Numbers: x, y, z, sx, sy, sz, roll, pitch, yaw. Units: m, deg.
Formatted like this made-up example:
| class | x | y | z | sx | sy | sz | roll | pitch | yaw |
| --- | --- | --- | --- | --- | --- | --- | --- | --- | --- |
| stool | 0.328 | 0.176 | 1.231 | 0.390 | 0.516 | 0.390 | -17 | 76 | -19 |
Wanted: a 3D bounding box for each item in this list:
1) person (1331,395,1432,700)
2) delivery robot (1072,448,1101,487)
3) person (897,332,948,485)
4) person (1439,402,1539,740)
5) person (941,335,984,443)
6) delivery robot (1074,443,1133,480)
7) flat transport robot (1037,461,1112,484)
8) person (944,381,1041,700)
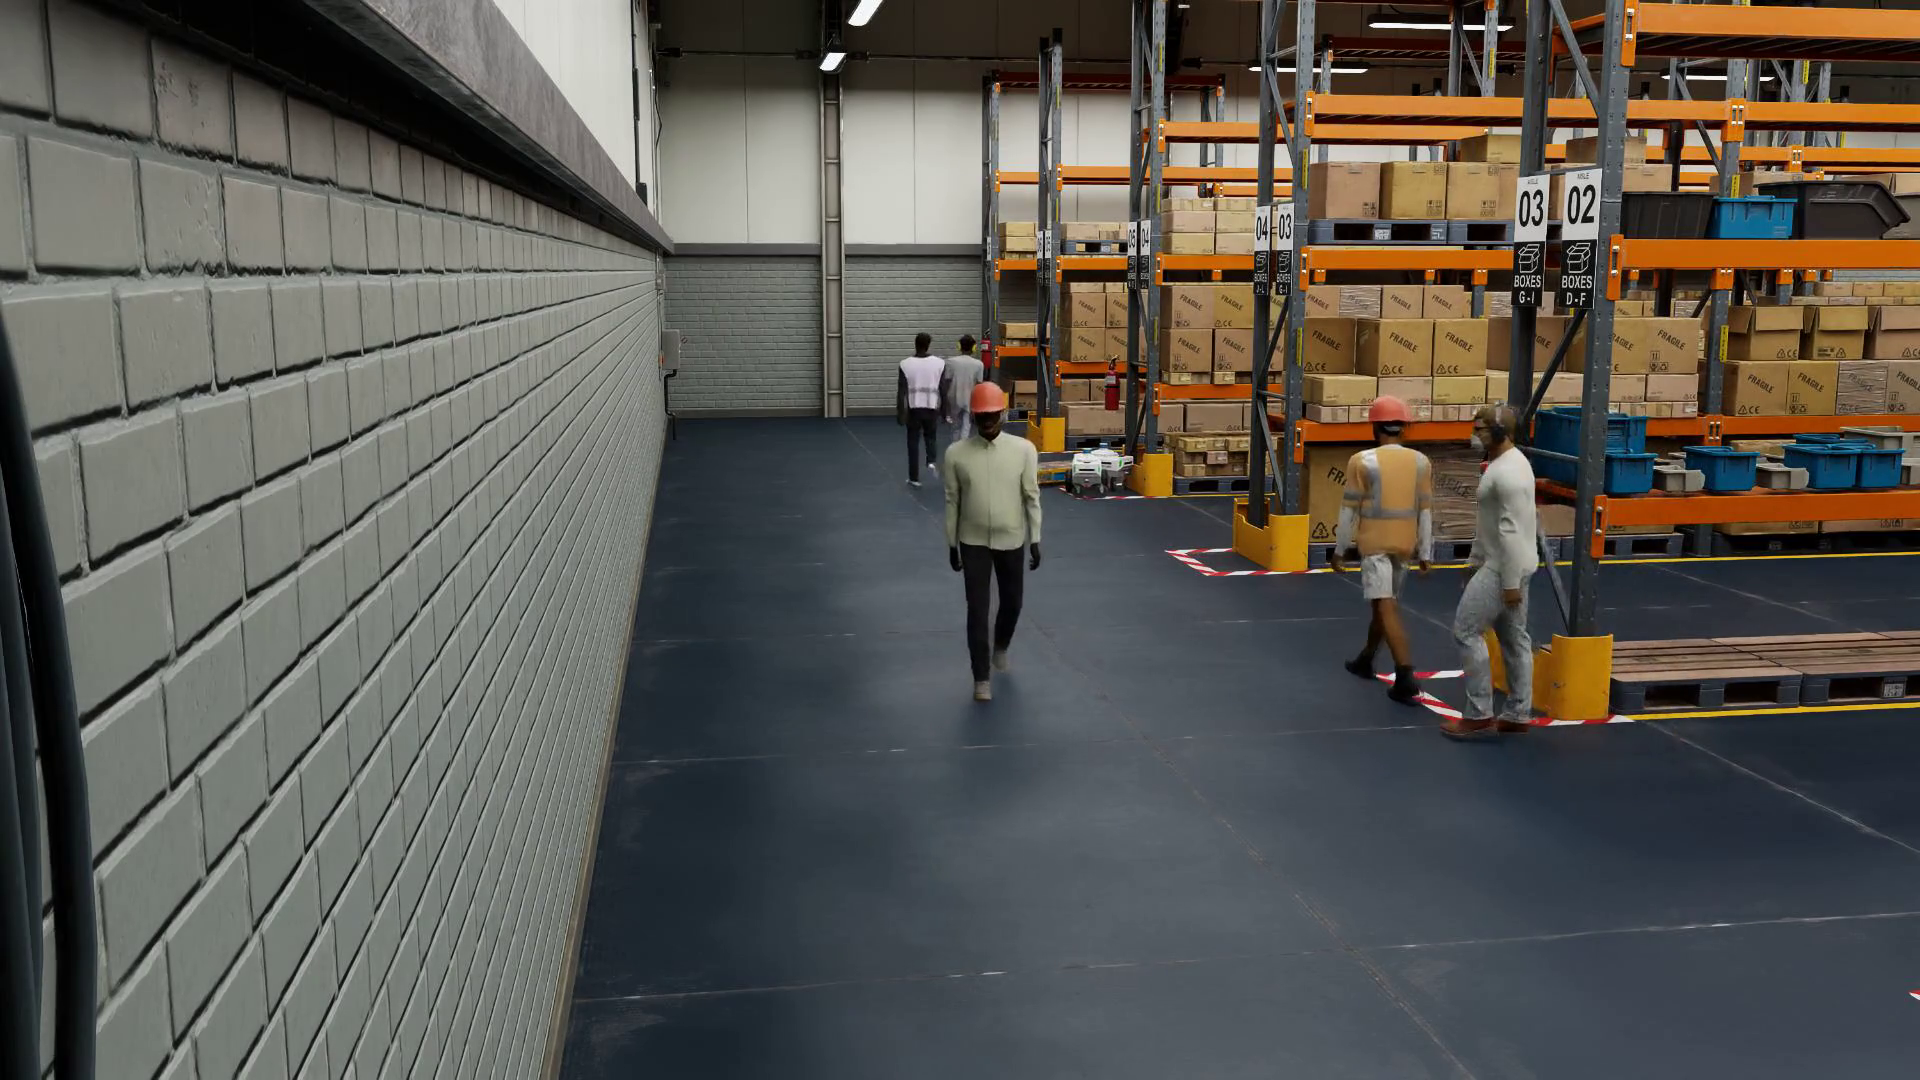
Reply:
| class | x | y | z | sx | sy | sz | roll | pitch | yaw |
| --- | --- | --- | --- | --- | --- | --- | --- | --- | --- |
| person | 2.686 | 0.038 | 10.460 | 0.565 | 1.888 | 1.004 | -2 | 10 | -15 |
| delivery robot | 1.494 | -0.838 | 19.598 | 0.477 | 0.478 | 0.707 | 1 | 9 | 4 |
| person | -0.467 | -1.604 | 20.490 | 0.671 | 1.896 | 0.495 | -2 | 9 | -12 |
| person | 2.983 | 0.179 | 9.410 | 0.631 | 1.915 | 0.627 | 4 | 10 | 21 |
| person | 0.052 | -1.729 | 21.470 | 0.535 | 1.821 | 0.930 | 2 | 9 | 10 |
| delivery robot | 1.741 | -0.928 | 20.153 | 0.707 | 0.478 | 0.477 | 7 | 11 | 36 |
| flat transport robot | 1.147 | -0.837 | 20.752 | 1.431 | 0.197 | 0.652 | -6 | 11 | -33 |
| person | 0.200 | -0.028 | 10.526 | 0.613 | 1.975 | 0.802 | 0 | 9 | -1 |
